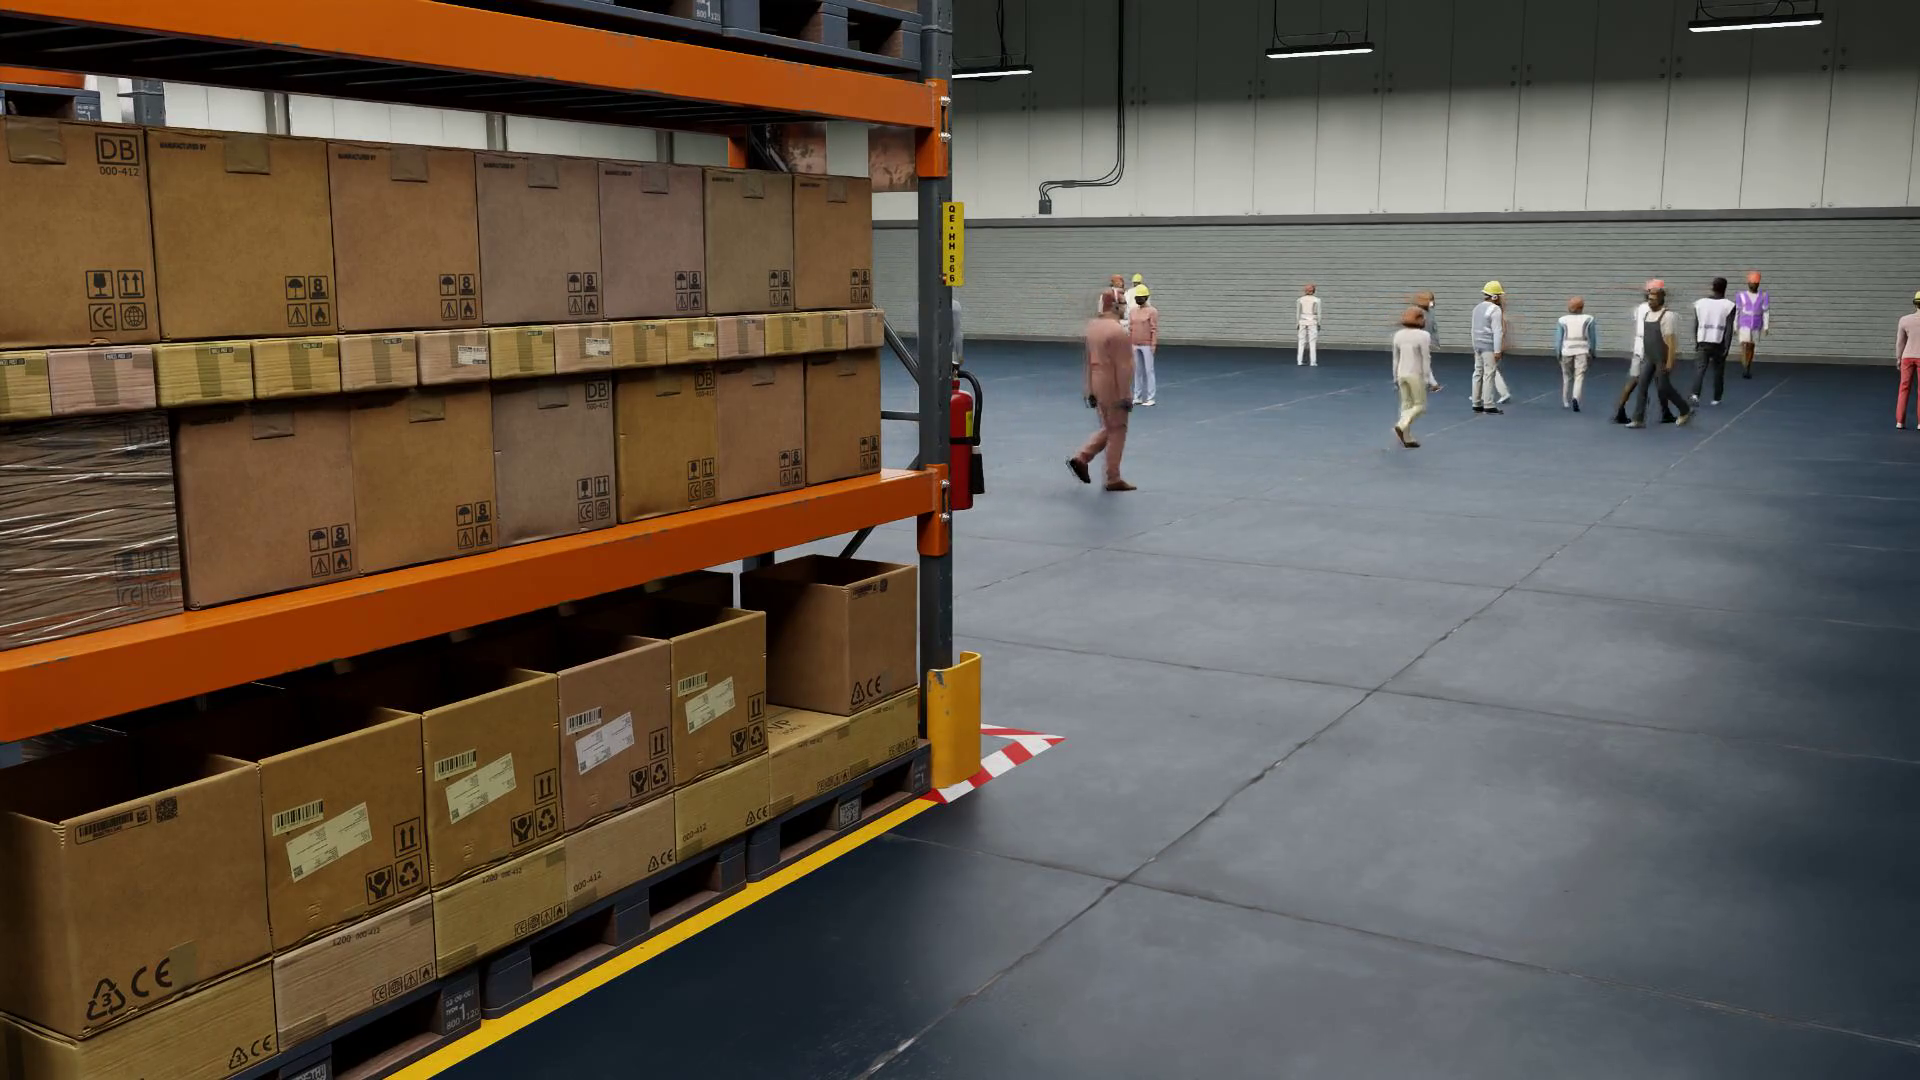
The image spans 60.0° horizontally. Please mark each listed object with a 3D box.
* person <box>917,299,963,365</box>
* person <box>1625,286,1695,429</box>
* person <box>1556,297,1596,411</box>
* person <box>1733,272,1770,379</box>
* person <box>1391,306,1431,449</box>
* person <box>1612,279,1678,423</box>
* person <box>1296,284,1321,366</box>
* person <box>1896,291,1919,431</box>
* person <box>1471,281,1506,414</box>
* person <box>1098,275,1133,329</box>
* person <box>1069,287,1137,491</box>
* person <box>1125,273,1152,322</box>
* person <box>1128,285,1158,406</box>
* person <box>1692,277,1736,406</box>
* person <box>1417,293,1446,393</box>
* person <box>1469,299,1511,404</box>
[{"bbox_3d":[-0.243,-2.410,21.253,0.635,1.936,0.355,6,11,29],"label":"person"},{"bbox_3d":[8.877,-2.301,21.034,0.846,1.808,0.559,-4,10,-20],"label":"person"},{"bbox_3d":[8.694,-2.635,23.526,0.519,1.608,0.762,5,11,26],"label":"person"},{"bbox_3d":[14.151,-3.833,29.741,0.562,1.889,0.986,3,10,16],"label":"person"},{"bbox_3d":[5.047,-1.817,18.682,0.458,1.619,0.520,-6,11,-32],"label":"person"},{"bbox_3d":[8.942,-2.444,21.636,0.939,1.882,0.541,-5,11,-28],"label":"person"},{"bbox_3d":[6.903,-4.254,32.963,0.508,1.631,0.314,6,11,31],"label":"person"},{"bbox_3d":[12.000,-2.251,20.820,0.318,1.769,0.522,-7,12,-37],"label":"person"},{"bbox_3d":[7.300,-2.651,22.964,0.404,1.834,0.591,-3,10,-15],"label":"person"},{"bbox_3d":[2.566,-3.398,27.229,0.576,1.867,0.501,-2,10,-13],"label":"person"},{"bbox_3d":[1.369,-1.383,15.378,0.514,1.891,0.648,-3,10,-16],"label":"person"},{"bbox_3d":[3.731,-4.708,35.053,0.602,1.817,0.672,4,11,23],"label":"person"},{"bbox_3d":[2.644,-2.827,24.220,0.526,1.761,0.333,9,14,44],"label":"person"},{"bbox_3d":[10.937,-2.879,24.193,0.587,1.882,0.980,8,12,39],"label":"person"},{"bbox_3d":[7.441,-3.130,26.486,0.519,1.584,0.877,-8,13,-41],"label":"person"},{"bbox_3d":[7.927,-2.834,24.711,0.520,1.605,0.827,-7,12,-34],"label":"person"}]
